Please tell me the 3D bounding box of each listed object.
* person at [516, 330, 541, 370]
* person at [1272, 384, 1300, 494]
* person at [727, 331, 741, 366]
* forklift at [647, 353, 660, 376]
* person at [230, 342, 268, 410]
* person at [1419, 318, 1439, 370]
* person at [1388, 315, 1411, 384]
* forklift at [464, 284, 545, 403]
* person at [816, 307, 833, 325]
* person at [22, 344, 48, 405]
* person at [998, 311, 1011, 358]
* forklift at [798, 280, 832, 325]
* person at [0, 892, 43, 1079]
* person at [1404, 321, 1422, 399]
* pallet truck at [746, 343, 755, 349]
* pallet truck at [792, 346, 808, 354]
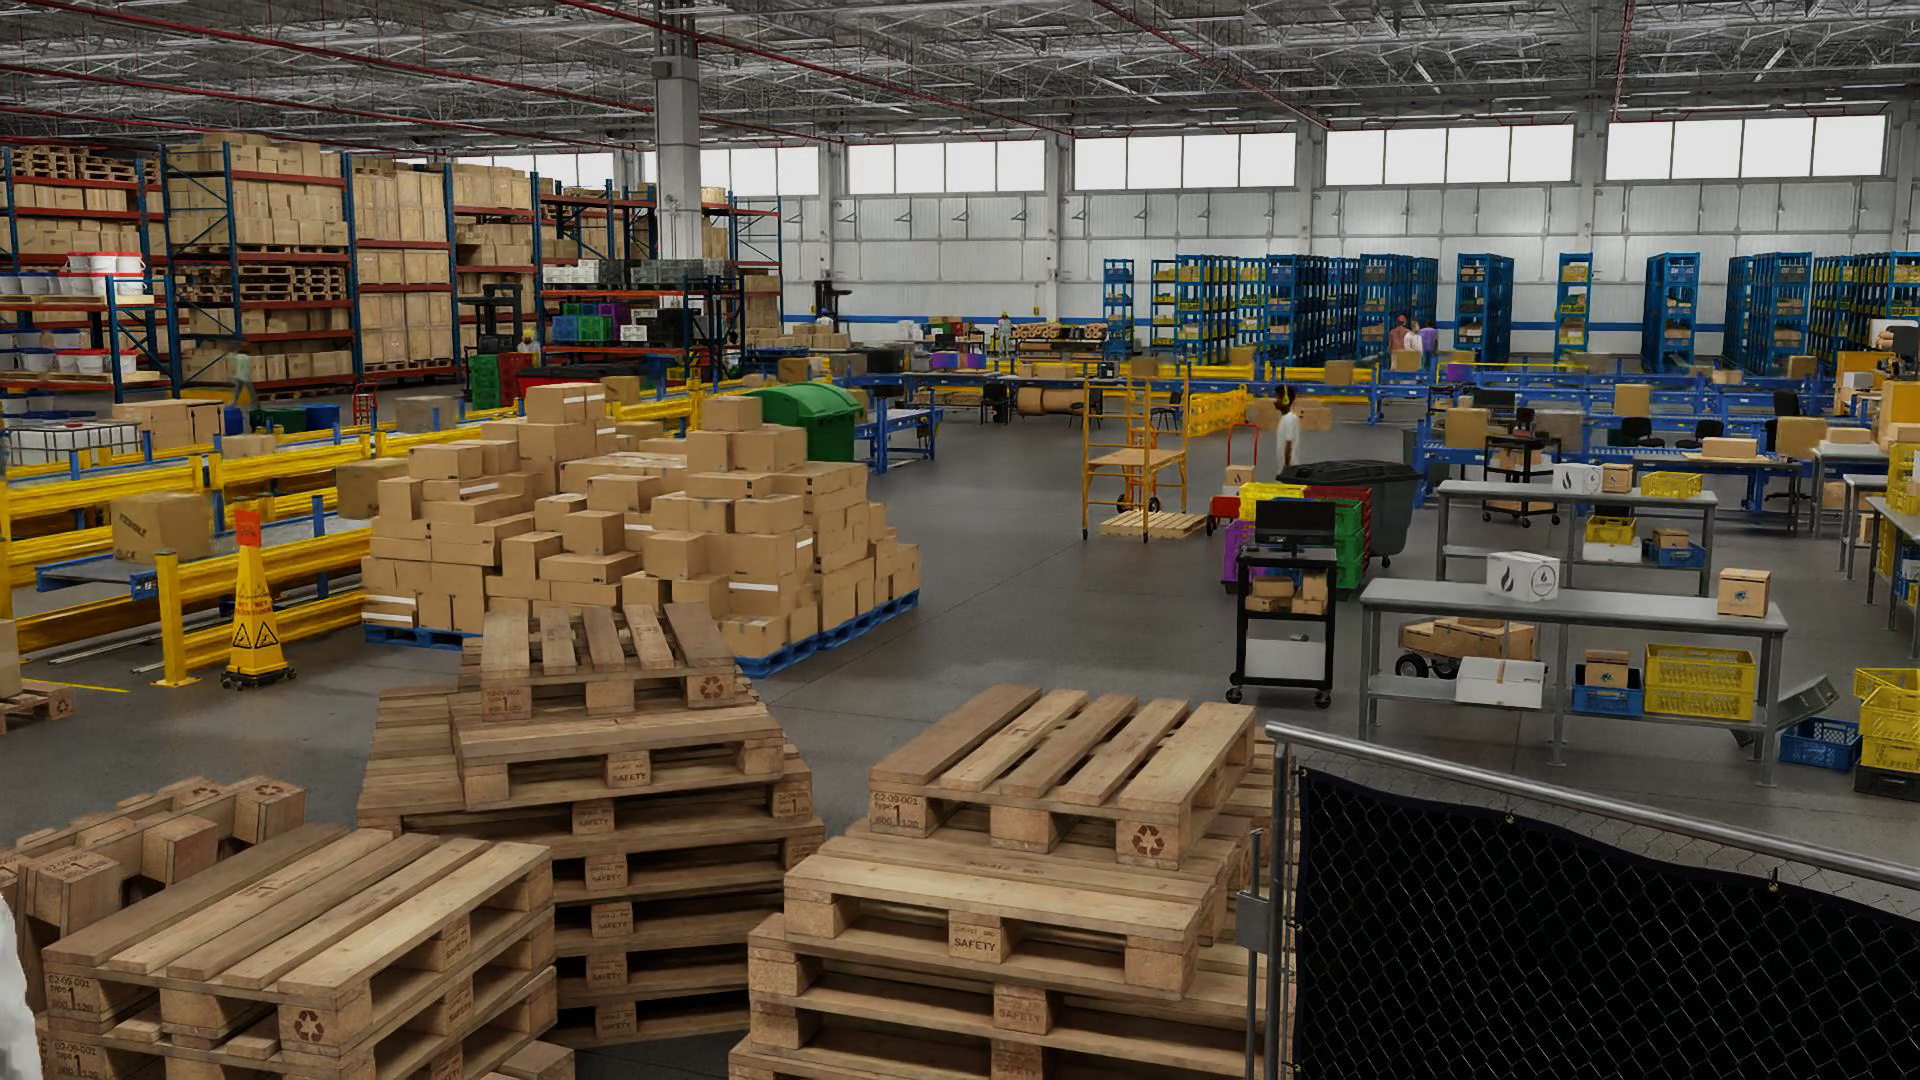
[{"bbox_3d":[-9.902,-3.906,38.025,0.615,1.785,0.921,3,9,16],"label":"person"},{"bbox_3d":[3.621,-0.770,18.147,0.660,1.857,0.509,1,9,7],"label":"person"},{"bbox_3d":[-5.431,-4.183,40.098,0.321,1.689,0.541,-7,11,-38],"label":"person"},{"bbox_3d":[-7.977,-5.992,47.711,1.873,2.768,1.129,3,10,20],"label":"forklift"},{"bbox_3d":[-15.533,-3.507,36.172,0.894,1.580,0.532,-8,12,-43],"label":"person"},{"bbox_3d":[13.229,-5.356,47.012,0.578,1.832,0.530,5,10,28],"label":"person"},{"bbox_3d":[11.584,-4.916,43.791,0.613,1.985,0.425,7,11,37],"label":"person"},{"bbox_3d":[-10.832,-4.702,39.610,1.129,2.768,1.873,3,10,20],"label":"forklift"},{"bbox_3d":[-4.621,-7.001,57.001,0.603,1.934,0.640,-1,9,-7],"label":"person"},{"bbox_3d":[-19.837,-3.542,35.518,0.967,1.859,0.678,3,10,20],"label":"person"},{"bbox_3d":[1.627,-7.528,60.953,0.480,1.732,0.350,-3,9,-16],"label":"person"},{"bbox_3d":[-5.487,-9.015,66.695,1.873,2.768,1.129,4,10,24],"label":"forklift"},{"bbox_3d":[-2.580,1.478,4.036,0.833,1.853,0.577,5,11,31],"label":"person"},{"bbox_3d":[11.156,-4.422,40.893,0.408,1.913,0.641,7,12,39],"label":"person"},{"bbox_3d":[-6.183,-4.618,44.264,1.601,1.201,0.680,-9,12,-43],"label":"pallet truck"},{"bbox_3d":[-3.705,-4.298,42.022,0.653,1.274,1.630,3,10,20],"label":"pallet truck"}]
